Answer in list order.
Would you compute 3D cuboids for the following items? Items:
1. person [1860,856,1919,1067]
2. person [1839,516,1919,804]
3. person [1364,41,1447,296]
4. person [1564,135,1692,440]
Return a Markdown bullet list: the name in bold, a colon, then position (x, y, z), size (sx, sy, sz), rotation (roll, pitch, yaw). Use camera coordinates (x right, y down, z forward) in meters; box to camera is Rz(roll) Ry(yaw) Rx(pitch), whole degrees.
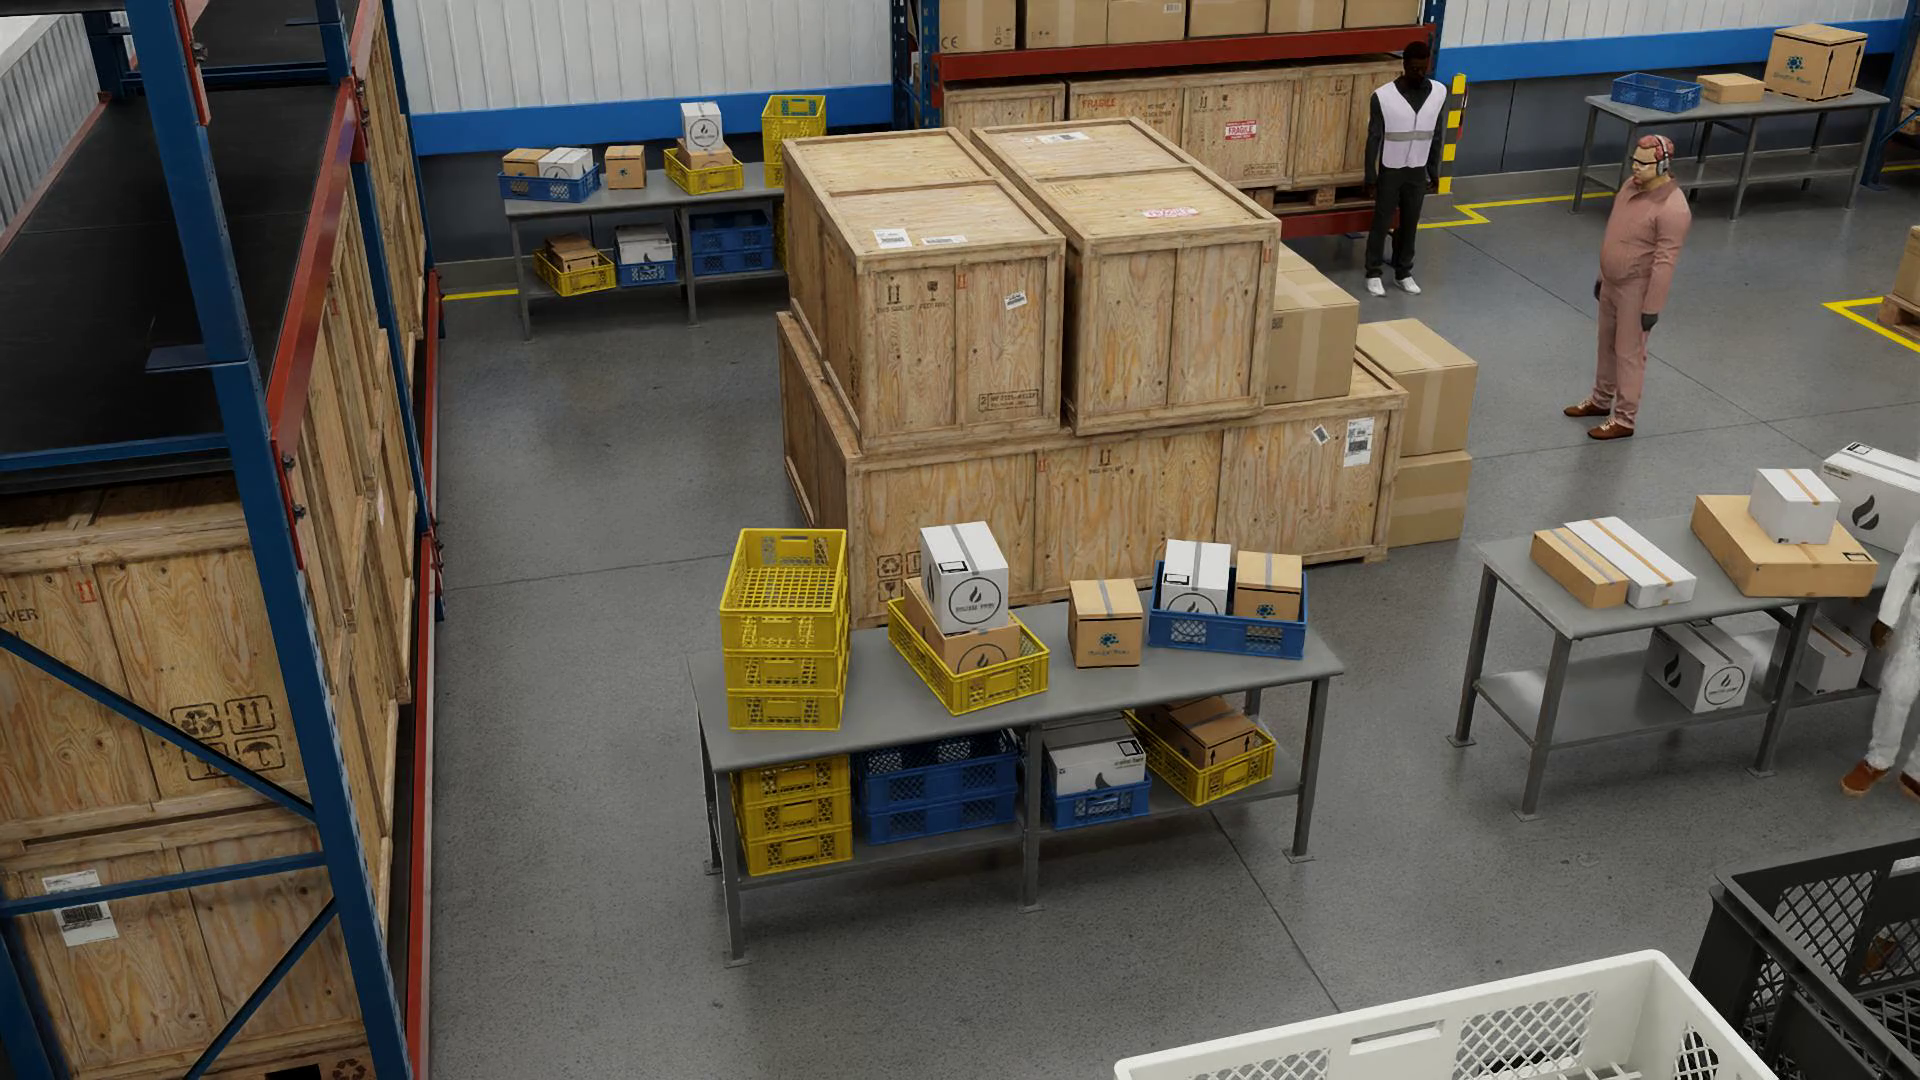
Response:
- **person**: position (2.824, 1.428, 4.850), size (0.510, 1.872, 0.329), rotation (-3, 29, -5)
- **person**: position (4.128, 0.336, 6.826), size (0.649, 1.873, 0.363), rotation (12, 31, 20)
- **person**: position (3.295, -2.777, 12.449), size (0.599, 1.907, 0.400), rotation (-7, 30, -12)
- **person**: position (4.111, -1.550, 10.234), size (0.401, 1.900, 0.647), rotation (-3, 29, -6)
